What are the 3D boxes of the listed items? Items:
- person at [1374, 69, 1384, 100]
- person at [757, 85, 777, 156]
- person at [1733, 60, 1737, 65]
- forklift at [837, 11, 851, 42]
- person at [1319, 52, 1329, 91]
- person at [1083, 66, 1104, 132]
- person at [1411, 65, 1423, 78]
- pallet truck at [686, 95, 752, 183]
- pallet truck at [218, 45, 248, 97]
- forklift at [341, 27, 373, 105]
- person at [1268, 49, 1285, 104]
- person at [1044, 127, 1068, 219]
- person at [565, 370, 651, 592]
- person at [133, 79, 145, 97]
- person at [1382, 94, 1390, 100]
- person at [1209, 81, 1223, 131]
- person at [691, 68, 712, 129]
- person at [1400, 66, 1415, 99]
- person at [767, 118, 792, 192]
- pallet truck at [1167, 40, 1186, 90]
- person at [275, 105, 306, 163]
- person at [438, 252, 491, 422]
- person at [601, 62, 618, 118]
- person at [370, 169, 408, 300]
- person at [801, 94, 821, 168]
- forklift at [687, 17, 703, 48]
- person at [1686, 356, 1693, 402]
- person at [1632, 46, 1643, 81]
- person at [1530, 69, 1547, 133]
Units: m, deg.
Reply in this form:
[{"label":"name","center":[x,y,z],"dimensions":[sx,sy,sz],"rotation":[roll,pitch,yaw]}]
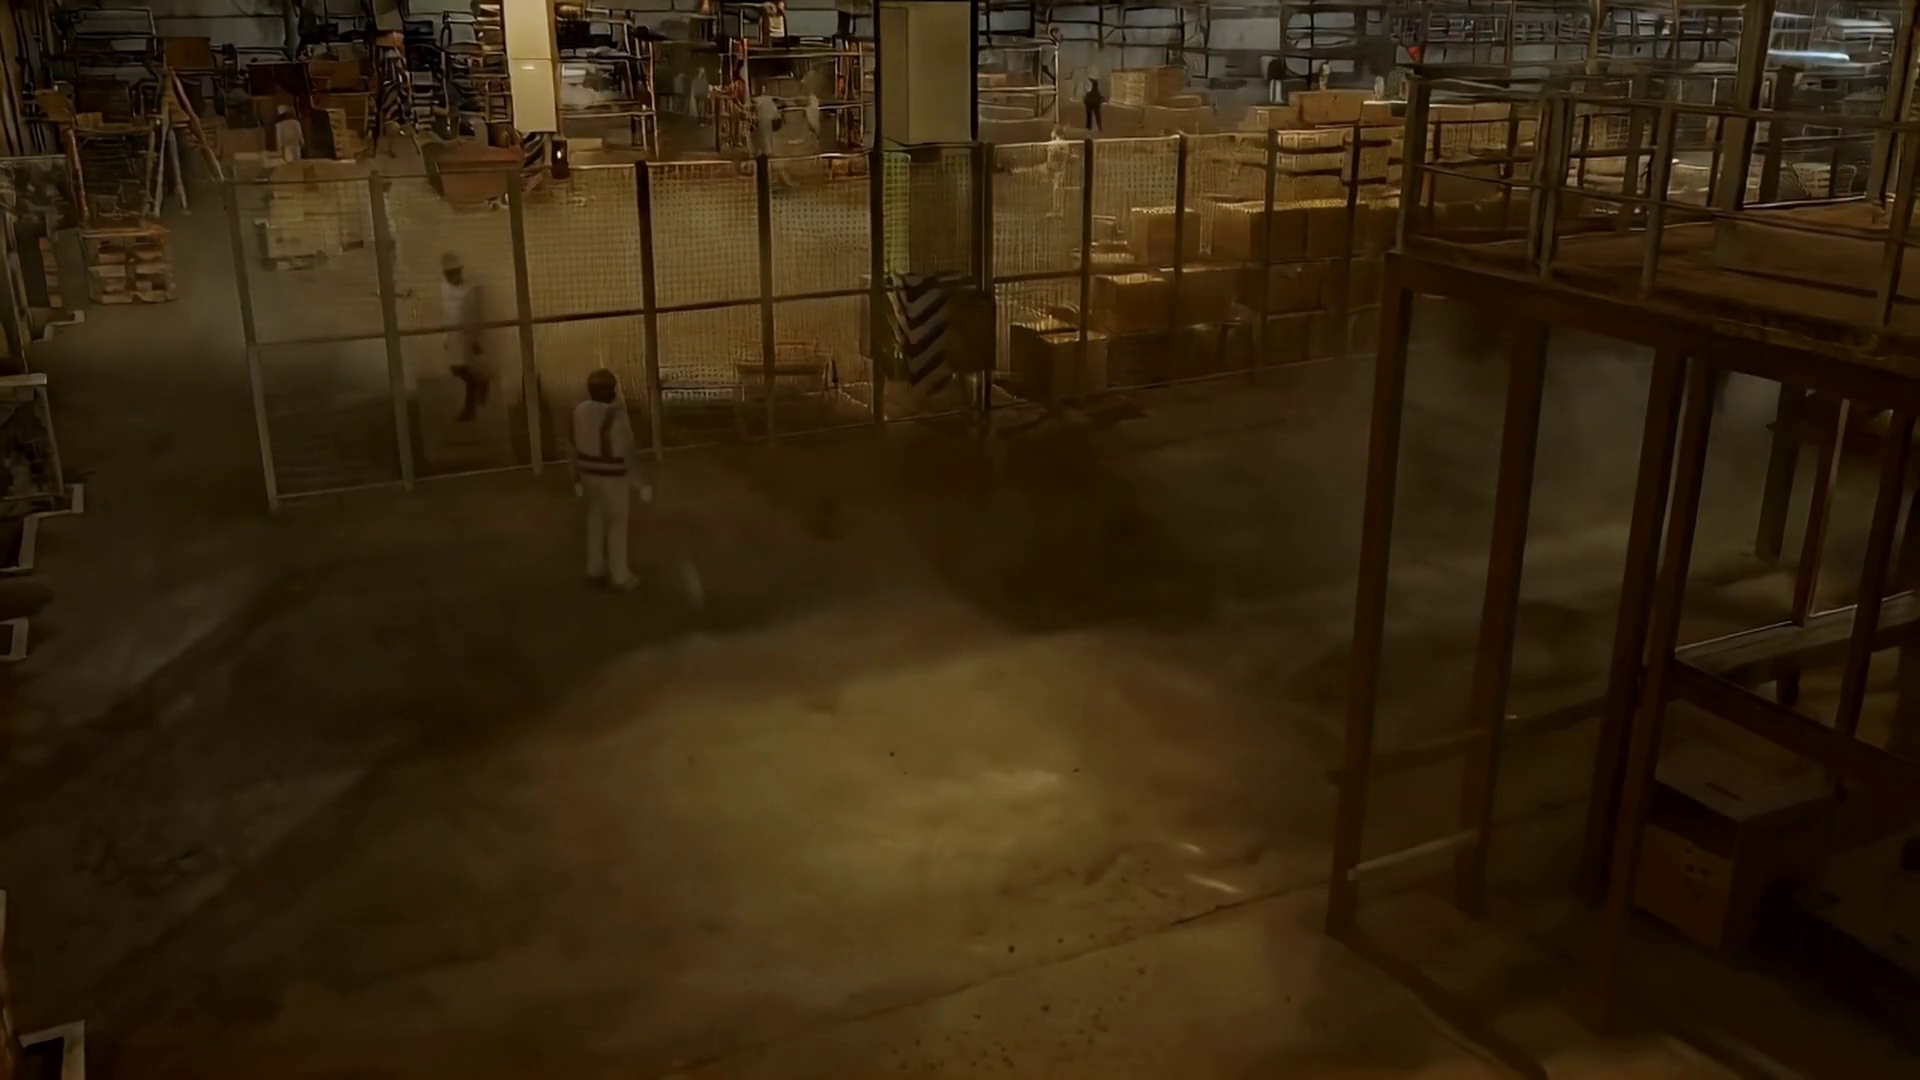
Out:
[{"label":"person","center":[14.196,-15.130,56.401],"dimensions":[0.306,1.639,0.523],"rotation":[3,19,9]},{"label":"person","center":[-5.162,-11.158,44.436],"dimensions":[0.371,1.940,0.630],"rotation":[15,24,37]},{"label":"person","center":[31.286,-18.743,66.826],"dimensions":[0.535,1.673,0.685],"rotation":[-3,19,-8]},{"label":"forklift","center":[-5.792,-25.032,83.233],"dimensions":[1.873,2.768,1.129],"rotation":[-9,21,-25]},{"label":"person","center":[13.616,-17.304,62.338],"dimensions":[0.359,1.883,0.573],"rotation":[-4,19,-11]},{"label":"person","center":[4.119,-13.723,51.719],"dimensions":[0.697,2.000,0.609],"rotation":[-6,20,-16]},{"label":"person","center":[15.844,-15.674,57.892],"dimensions":[0.542,1.695,0.316],"rotation":[-11,22,-29]},{"label":"pallet truck","center":[-5.836,-9.608,39.856],"dimensions":[0.823,1.965,1.885],"rotation":[10,22,27]},{"label":"pallet truck","center":[-28.879,-18.665,66.111],"dimensions":[0.823,1.965,1.885],"rotation":[-3,19,-9]},{"label":"forklift","center":[-22.275,-17.346,60.954],"dimensions":[1.873,2.768,1.129],"rotation":[-9,21,-25]},{"label":"person","center":[11.856,-17.356,62.320],"dimensions":[0.623,1.990,0.388],"rotation":[6,20,16]},{"label":"person","center":[1.963,-7.481,33.906],"dimensions":[0.569,1.860,0.316],"rotation":[11,22,29]},{"label":"person","center":[-2.888,-0.482,13.652],"dimensions":[0.692,1.836,0.430],"rotation":[11,22,29]},{"label":"person","center":[-25.334,-13.407,51.425],"dimensions":[0.523,1.631,0.323],"rotation":[6,20,18]},{"label":"person","center":[10.567,-10.139,41.515],"dimensions":[0.590,1.919,0.392],"rotation":[4,20,12]},{"label":"person","center":[7.342,-12.266,47.821],"dimensions":[0.922,1.838,0.540],"rotation":[11,22,28]},{"label":"person","center":[-8.184,-14.029,52.864],"dimensions":[0.666,1.867,1.028],"rotation":[-17,25,-40]},{"label":"person","center":[14.311,-14.264,53.475],"dimensions":[0.545,1.916,0.573],"rotation":[3,19,10]},{"label":"person","center":[-4.194,-8.785,37.988],"dimensions":[0.874,1.649,0.531],"rotation":[5,20,15]},{"label":"pallet truck","center":[9.045,-19.971,69.895],"dimensions":[0.823,1.965,1.885],"rotation":[-3,19,-8]},{"label":"person","center":[-15.441,-9.056,38.384],"dimensions":[0.628,1.905,0.666],"rotation":[-12,22,-30]},{"label":"person","center":[-5.606,-2.330,18.884],"dimensions":[0.545,1.921,0.626],"rotation":[8,21,22]},{"label":"person","center":[-11.892,-15.309,56.555],"dimensions":[0.611,1.873,0.999],"rotation":[-8,21,-23]},{"label":"person","center":[-8.849,-4.709,25.680],"dimensions":[0.397,1.992,0.632],"rotation":[-13,23,-33]},{"label":"person","center":[-3.784,-10.485,42.663],"dimensions":[0.431,1.853,0.624],"rotation":[12,22,30]},{"label":"forklift","center":[-11.460,-21.235,72.226],"dimensions":[1.873,2.768,1.129],"rotation":[-9,21,-25]},{"label":"person","center":[8.053,-1.898,17.899],"dimensions":[0.518,1.722,0.567],"rotation":[15,24,38]},{"label":"person","center":[29.678,-20.792,72.841],"dimensions":[0.529,1.614,0.440],"rotation":[-8,21,-22]},{"label":"person","center":[17.887,-13.505,51.243],"dimensions":[0.545,1.938,0.357],"rotation":[-4,19,-10]}]
